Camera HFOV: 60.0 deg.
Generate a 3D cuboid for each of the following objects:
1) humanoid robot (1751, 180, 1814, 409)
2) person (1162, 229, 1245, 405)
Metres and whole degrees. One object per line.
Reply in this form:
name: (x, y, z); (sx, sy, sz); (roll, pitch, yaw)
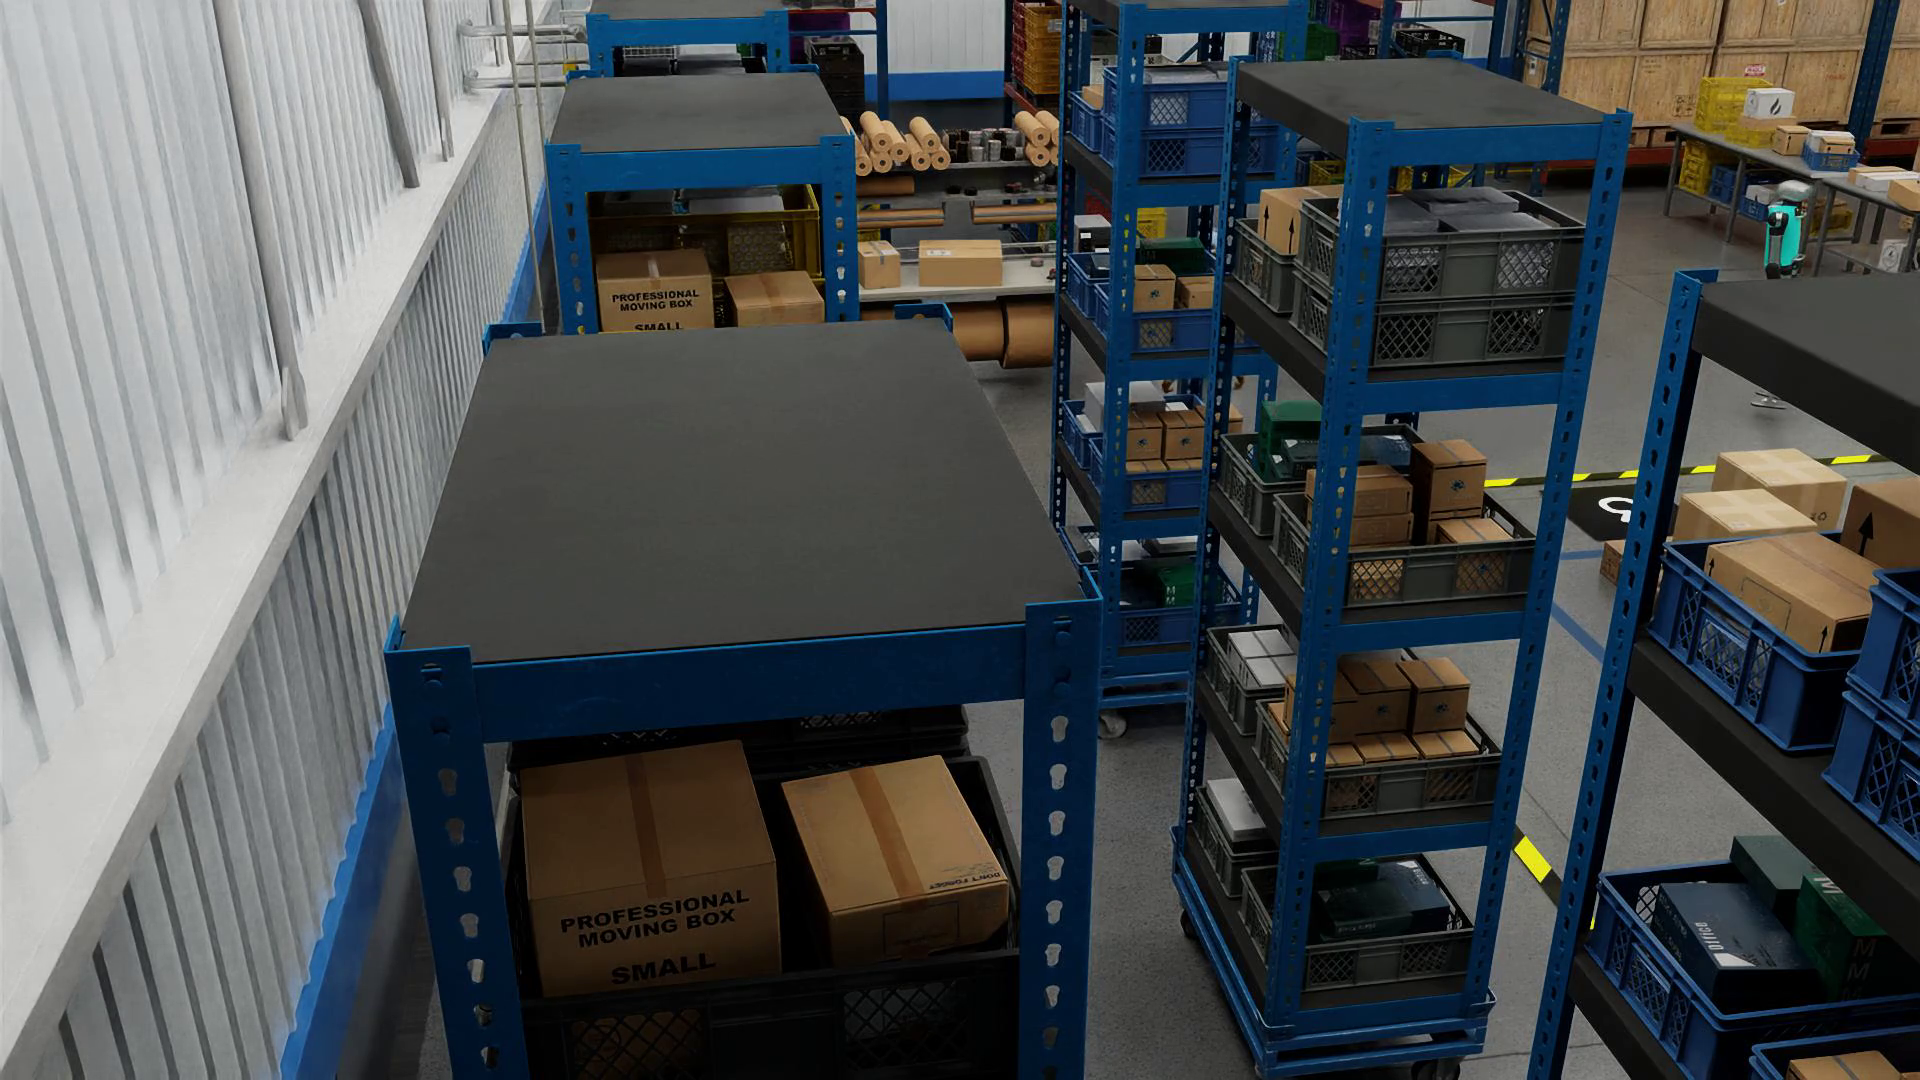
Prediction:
humanoid robot: (6.217, -1.773, 12.234); (0.735, 1.677, 0.533); (17, 30, 33)
person: (1.594, -1.114, 10.833); (0.587, 1.847, 0.401); (-4, 25, -9)
